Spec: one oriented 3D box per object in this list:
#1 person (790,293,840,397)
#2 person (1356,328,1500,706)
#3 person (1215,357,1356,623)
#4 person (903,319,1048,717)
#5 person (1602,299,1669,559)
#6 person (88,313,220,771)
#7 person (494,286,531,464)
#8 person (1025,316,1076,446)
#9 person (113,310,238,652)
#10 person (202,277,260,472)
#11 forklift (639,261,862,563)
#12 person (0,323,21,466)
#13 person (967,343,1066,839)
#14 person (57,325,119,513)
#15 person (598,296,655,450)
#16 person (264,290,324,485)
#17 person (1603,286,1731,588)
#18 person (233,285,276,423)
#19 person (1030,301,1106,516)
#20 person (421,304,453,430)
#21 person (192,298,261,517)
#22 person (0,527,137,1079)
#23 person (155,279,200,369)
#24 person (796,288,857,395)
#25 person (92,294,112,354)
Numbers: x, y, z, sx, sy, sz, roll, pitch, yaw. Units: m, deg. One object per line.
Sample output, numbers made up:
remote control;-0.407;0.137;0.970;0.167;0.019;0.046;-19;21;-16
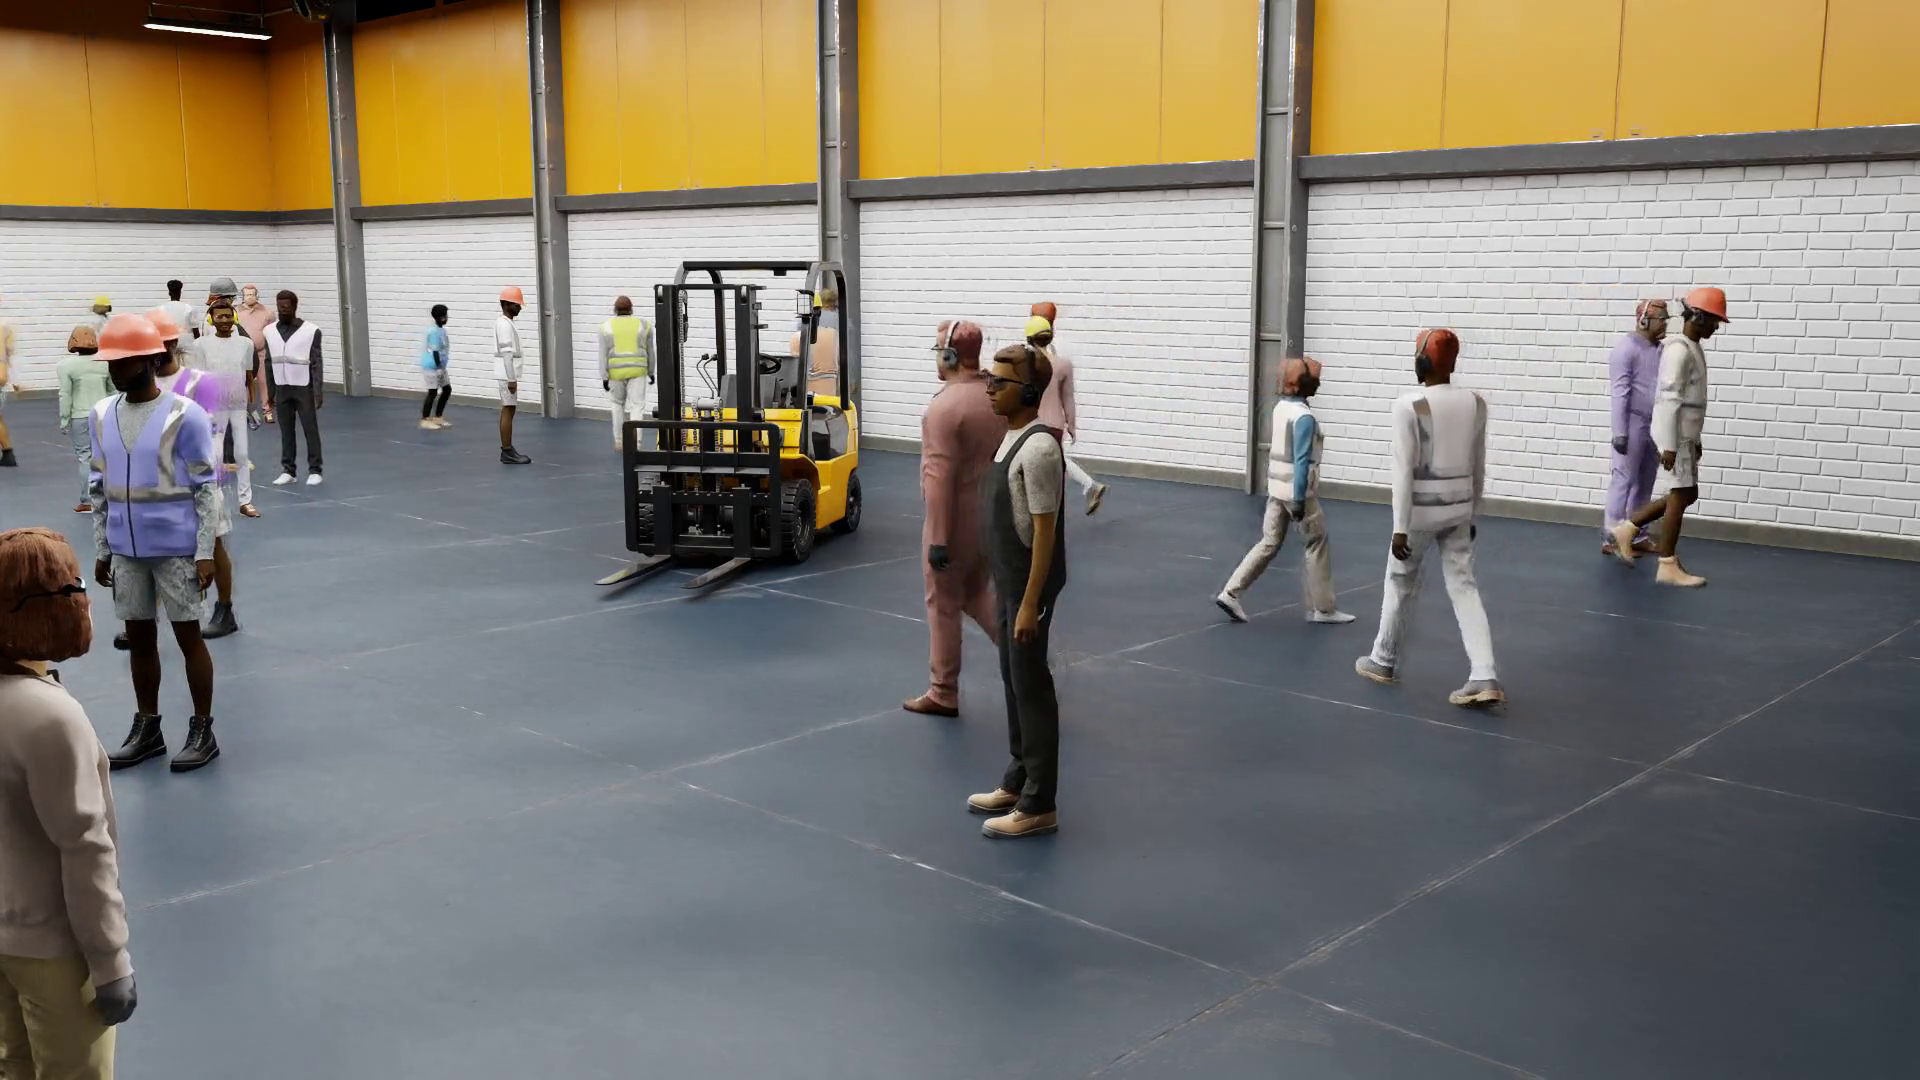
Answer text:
person;-1.298;-1.248;14.839;0.381;1.918;0.584;9;13;43
person;2.353;-0.120;8.190;0.587;1.838;0.999;-4;10;-21
person;1.929;-0.286;9.892;0.809;1.606;0.521;-2;9;-10
person;0.047;-0.083;7.766;0.620;1.892;0.660;6;11;34
person;5.045;-0.817;12.279;0.654;1.902;0.402;-7;11;-35
person;-3.407;0.021;6.999;0.550;1.935;0.375;1;9;8
person;-4.887;-1.791;18.139;0.374;1.928;0.542;-3;10;-17
person;0.608;-0.893;13.173;0.557;1.745;0.656;-3;10;-18
person;-4.379;-0.322;9.245;0.556;1.884;0.953;1;9;5
person;-7.660;-1.745;17.514;0.539;2.000;0.689;-4;10;-24
forklift;-1.552;-1.040;12.721;1.214;2.155;2.313;2;9;11
person;-10.576;-1.747;18.008;1.035;1.869;0.550;5;10;27
person;0.220;0.189;6.248;0.340;1.846;0.512;-2;9;-9
person;-7.578;-1.050;14.496;0.278;1.633;0.507;8;12;41
person;-3.841;-1.903;19.224;0.643;1.798;0.947;-2;9;-11
person;-6.533;-1.495;16.358;0.592;1.920;0.387;1;9;6
person;4.776;-0.697;11.203;0.668;2.008;0.671;5;11;30
person;-9.691;-2.539;22.796;0.650;1.906;0.409;-4;10;-24
person;0.811;-1.050;13.809;0.678;1.860;0.573;5;10;26
person;-6.882;-2.260;21.793;0.488;1.659;0.548;0;9;-1
person;-6.210;-1.104;14.106;0.510;1.872;0.328;-7;12;-38
person;-1.770;0.784;3.252;0.500;1.633;0.284;7;12;38
person;-11.568;-2.871;24.643;0.600;1.967;0.369;-3;10;-20
person;-1.459;-1.734;17.828;0.705;1.915;0.506;1;9;7
person;-13.233;-2.931;25.741;0.408;1.724;0.500;-1;9;-7
